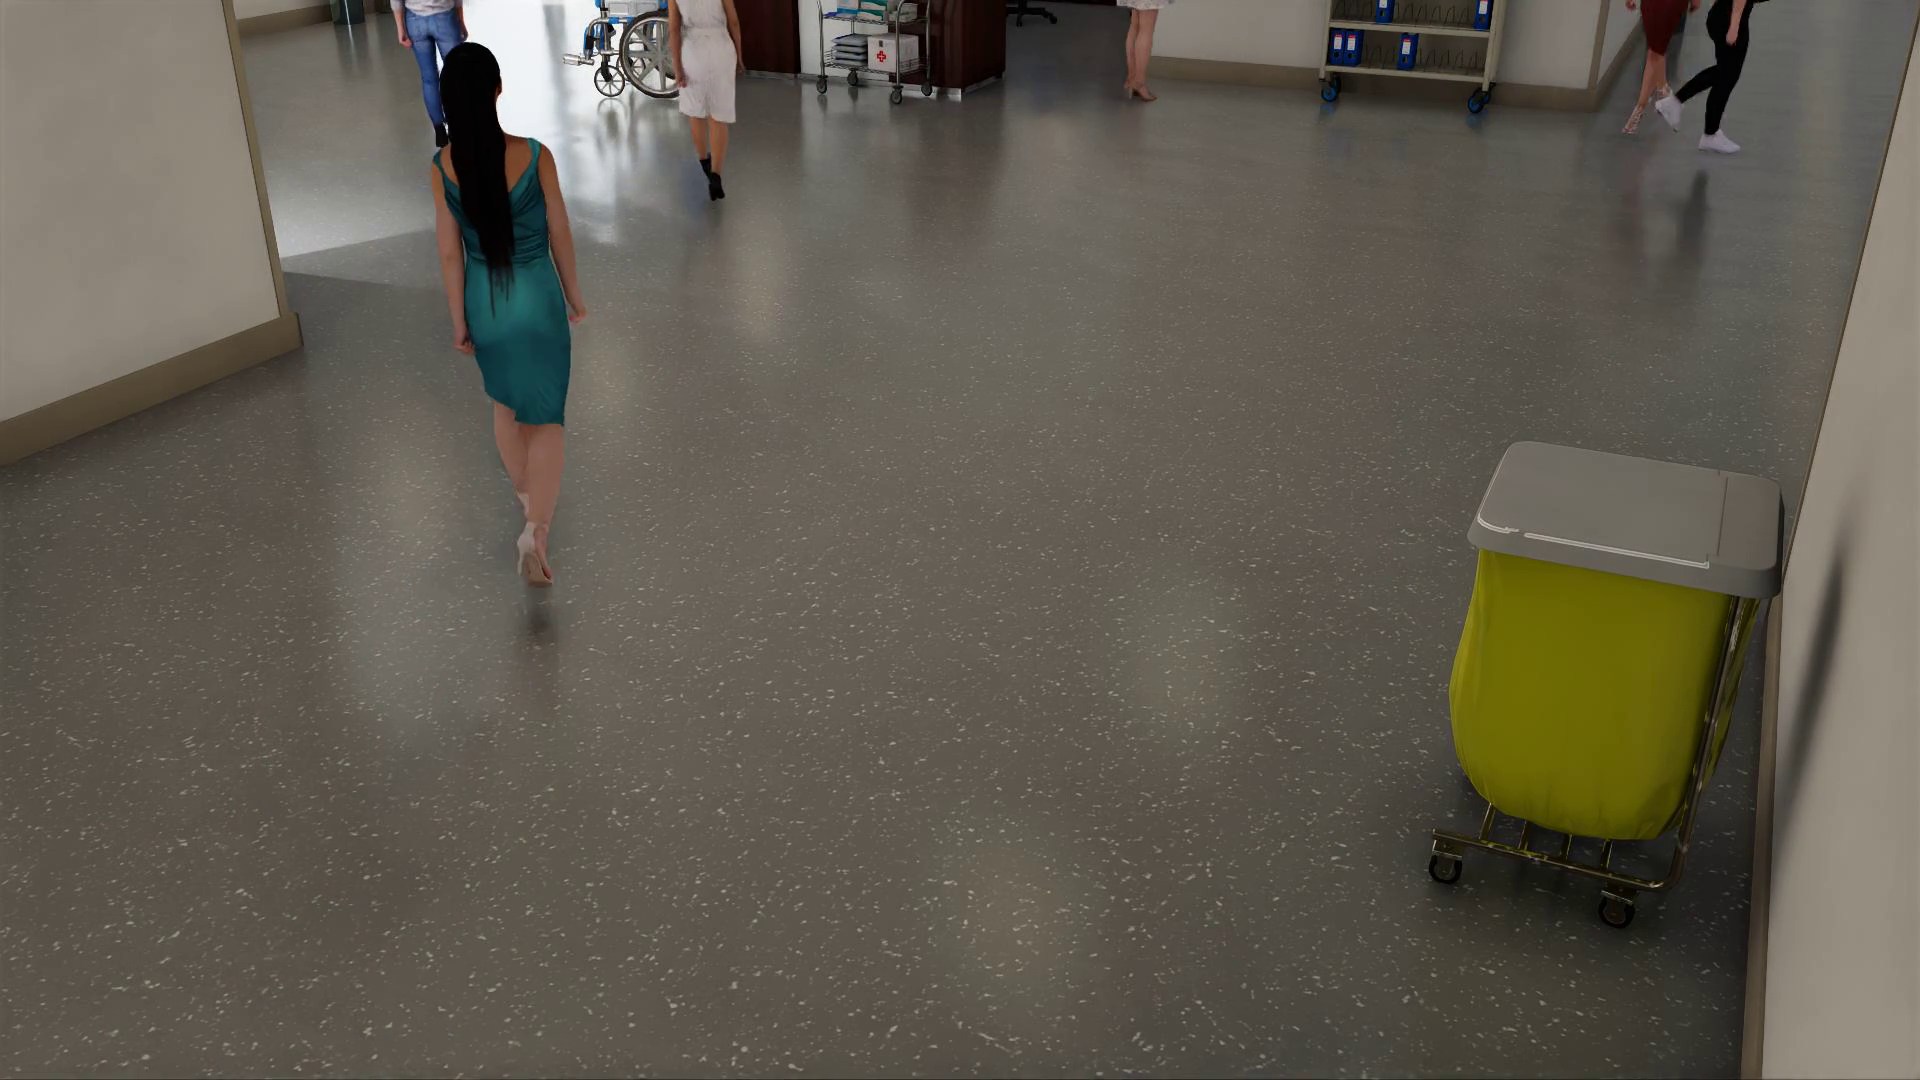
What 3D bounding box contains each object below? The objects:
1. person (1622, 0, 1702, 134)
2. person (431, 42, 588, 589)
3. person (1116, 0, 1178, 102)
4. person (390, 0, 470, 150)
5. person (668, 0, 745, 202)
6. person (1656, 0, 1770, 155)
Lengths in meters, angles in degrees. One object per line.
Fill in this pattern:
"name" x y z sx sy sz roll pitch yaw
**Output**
"person" 4.803 -3.651 11.302 1.131 1.703 0.899 21 33 37
"person" -1.365 -0.635 5.103 1.036 1.654 0.939 -1 26 -3
"person" 1.367 -4.163 12.280 0.823 1.774 0.765 -9 27 -17
"person" -3.340 -3.245 10.561 0.942 1.615 0.970 -7 27 -14
"person" -1.446 -2.695 9.537 0.997 1.514 0.862 0 26 1
"person" 4.933 -3.353 10.780 0.795 1.619 0.651 12 28 23
